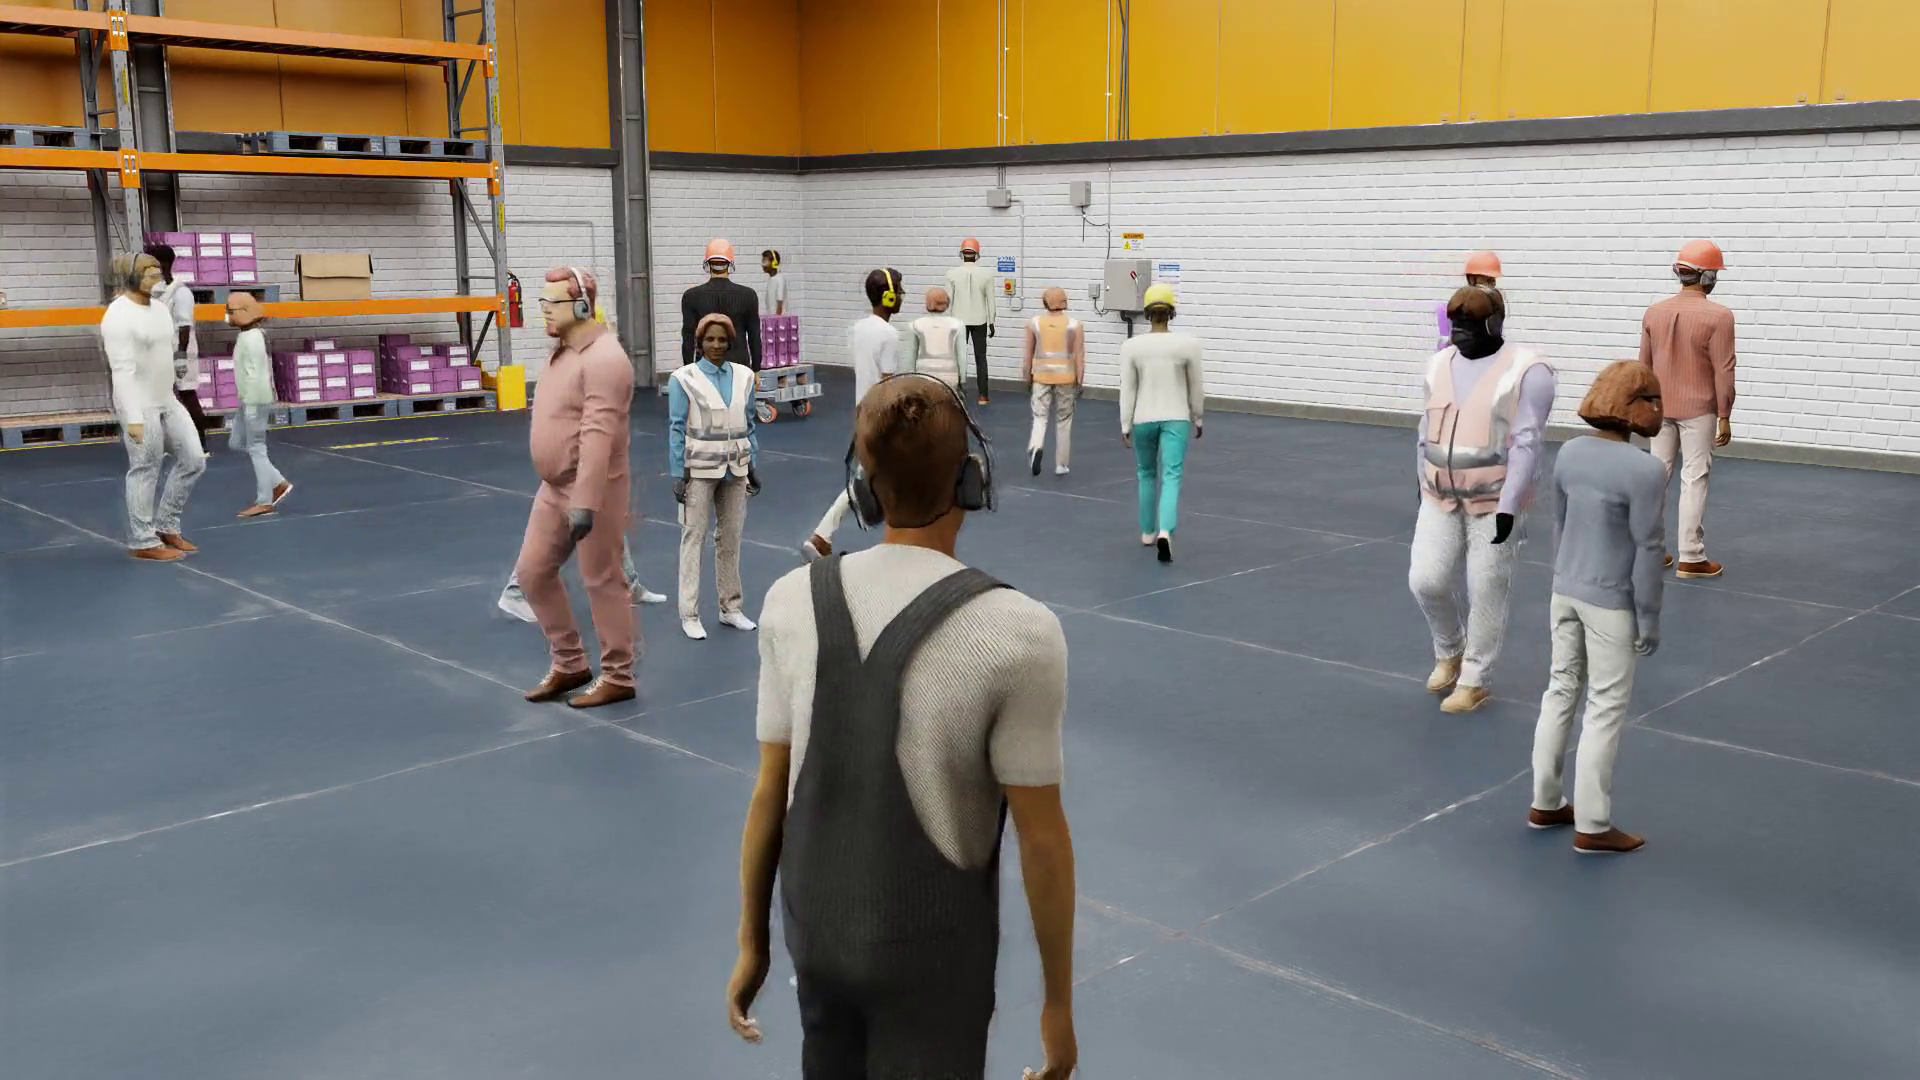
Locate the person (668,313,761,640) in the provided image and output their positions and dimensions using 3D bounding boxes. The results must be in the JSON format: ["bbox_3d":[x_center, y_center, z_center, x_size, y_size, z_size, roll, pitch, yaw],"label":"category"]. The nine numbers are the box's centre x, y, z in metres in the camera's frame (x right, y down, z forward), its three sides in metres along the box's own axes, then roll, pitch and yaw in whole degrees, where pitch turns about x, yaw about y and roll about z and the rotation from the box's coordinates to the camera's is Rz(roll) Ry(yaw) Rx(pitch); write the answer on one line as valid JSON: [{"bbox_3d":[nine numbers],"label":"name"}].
[{"bbox_3d":[-1.238,-0.324,8.416,0.523,1.636,0.311,-9,14,-41],"label":"person"}]

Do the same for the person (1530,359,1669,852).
[{"bbox_3d":[2.126,0.216,5.503,0.287,1.624,0.494,-4,11,-19],"label":"person"}]

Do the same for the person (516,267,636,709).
[{"bbox_3d":[-1.651,-0.198,7.036,0.584,1.887,0.657,-8,13,-38],"label":"person"}]

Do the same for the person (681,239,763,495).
[{"bbox_3d":[-1.840,-1.324,12.903,0.640,1.991,0.400,-2,11,-12],"label":"person"}]

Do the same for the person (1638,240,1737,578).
[{"bbox_3d":[4.319,-0.775,9.890,0.382,1.993,0.622,-6,12,-30],"label":"person"}]

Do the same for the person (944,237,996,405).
[{"bbox_3d":[0.120,-2.617,19.936,0.619,1.992,0.395,0,10,0],"label":"person"}]

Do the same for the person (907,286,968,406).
[{"bbox_3d":[-0.196,-1.337,14.053,0.522,1.601,0.836,0,10,2],"label":"person"}]

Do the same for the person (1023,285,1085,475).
[{"bbox_3d":[0.772,-1.313,13.875,0.540,1.614,0.617,2,11,13],"label":"person"}]

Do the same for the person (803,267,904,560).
[{"bbox_3d":[-0.535,-0.714,9.995,0.880,1.839,0.527,-7,12,-33],"label":"person"}]

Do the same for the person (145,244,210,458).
[{"bbox_3d":[-7.118,-1.674,14.923,0.628,1.938,0.668,7,13,35],"label":"person"}]

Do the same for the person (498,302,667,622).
[{"bbox_3d":[-2.046,-0.422,8.811,0.934,1.688,0.507,-6,12,-30],"label":"person"}]

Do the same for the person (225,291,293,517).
[{"bbox_3d":[-5.116,-0.974,11.981,0.352,1.619,0.526,-6,12,-28],"label":"person"}]

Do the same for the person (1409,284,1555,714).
[{"bbox_3d":[2.168,-0.162,7.034,0.449,1.824,0.625,-10,14,-43],"label":"person"}]

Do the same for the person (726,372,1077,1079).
[{"bbox_3d":[-0.091,0.650,2.644,0.634,1.816,0.611,6,12,29],"label":"person"}]

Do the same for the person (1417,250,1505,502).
[{"bbox_3d":[3.561,-1.073,11.721,0.568,1.921,0.569,-5,11,-25],"label":"person"}]

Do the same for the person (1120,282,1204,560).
[{"bbox_3d":[1.265,-0.760,10.537,0.523,1.732,0.839,2,11,12],"label":"person"}]

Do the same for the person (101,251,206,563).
[{"bbox_3d":[-4.928,-0.794,10.191,0.486,1.922,0.664,1,10,4],"label":"person"}]

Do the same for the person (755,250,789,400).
[{"bbox_3d":[-2.340,-2.591,20.228,0.811,1.832,0.570,-4,11,-22],"label":"person"}]
